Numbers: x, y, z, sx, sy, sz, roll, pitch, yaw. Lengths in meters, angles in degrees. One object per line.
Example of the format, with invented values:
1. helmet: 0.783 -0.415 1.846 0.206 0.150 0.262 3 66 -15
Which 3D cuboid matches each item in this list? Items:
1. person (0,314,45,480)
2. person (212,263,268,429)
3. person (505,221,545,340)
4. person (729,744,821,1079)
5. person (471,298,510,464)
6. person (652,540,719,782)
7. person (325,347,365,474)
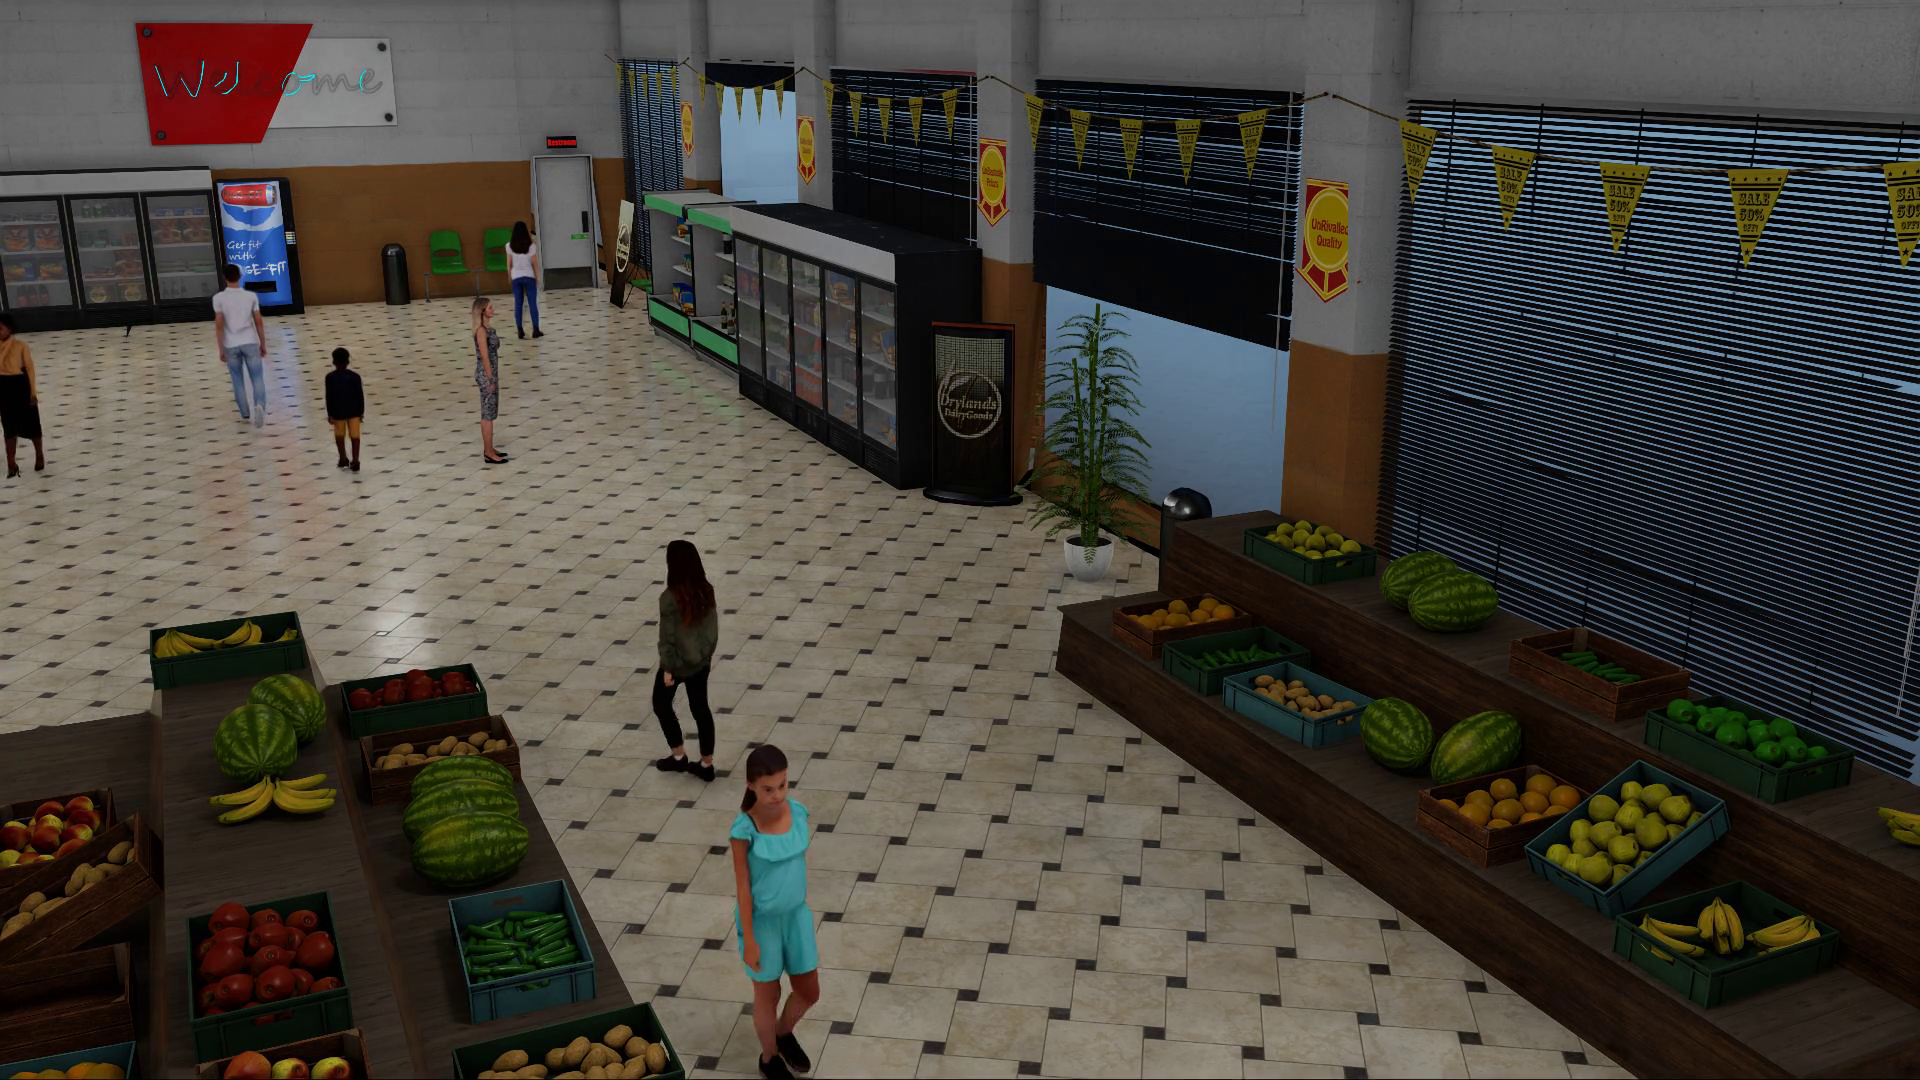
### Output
1. person: -9.355 -1.431 16.592 0.755 1.619 1.046 -3 17 -10
2. person: -8.008 -2.138 18.562 0.641 1.828 1.075 -8 19 -25
3. person: -6.341 -3.764 24.164 0.676 1.684 0.658 -1 17 -2
4. person: -0.821 1.548 6.909 0.588 1.545 0.619 -13 21 -36
5. person: -4.896 -1.658 17.193 0.666 1.705 0.499 -4 17 -12
6. person: -1.550 0.732 9.736 0.736 1.464 0.716 13 21 37
7. person: -6.183 -1.293 16.759 0.545 1.258 0.607 -9 19 -28
